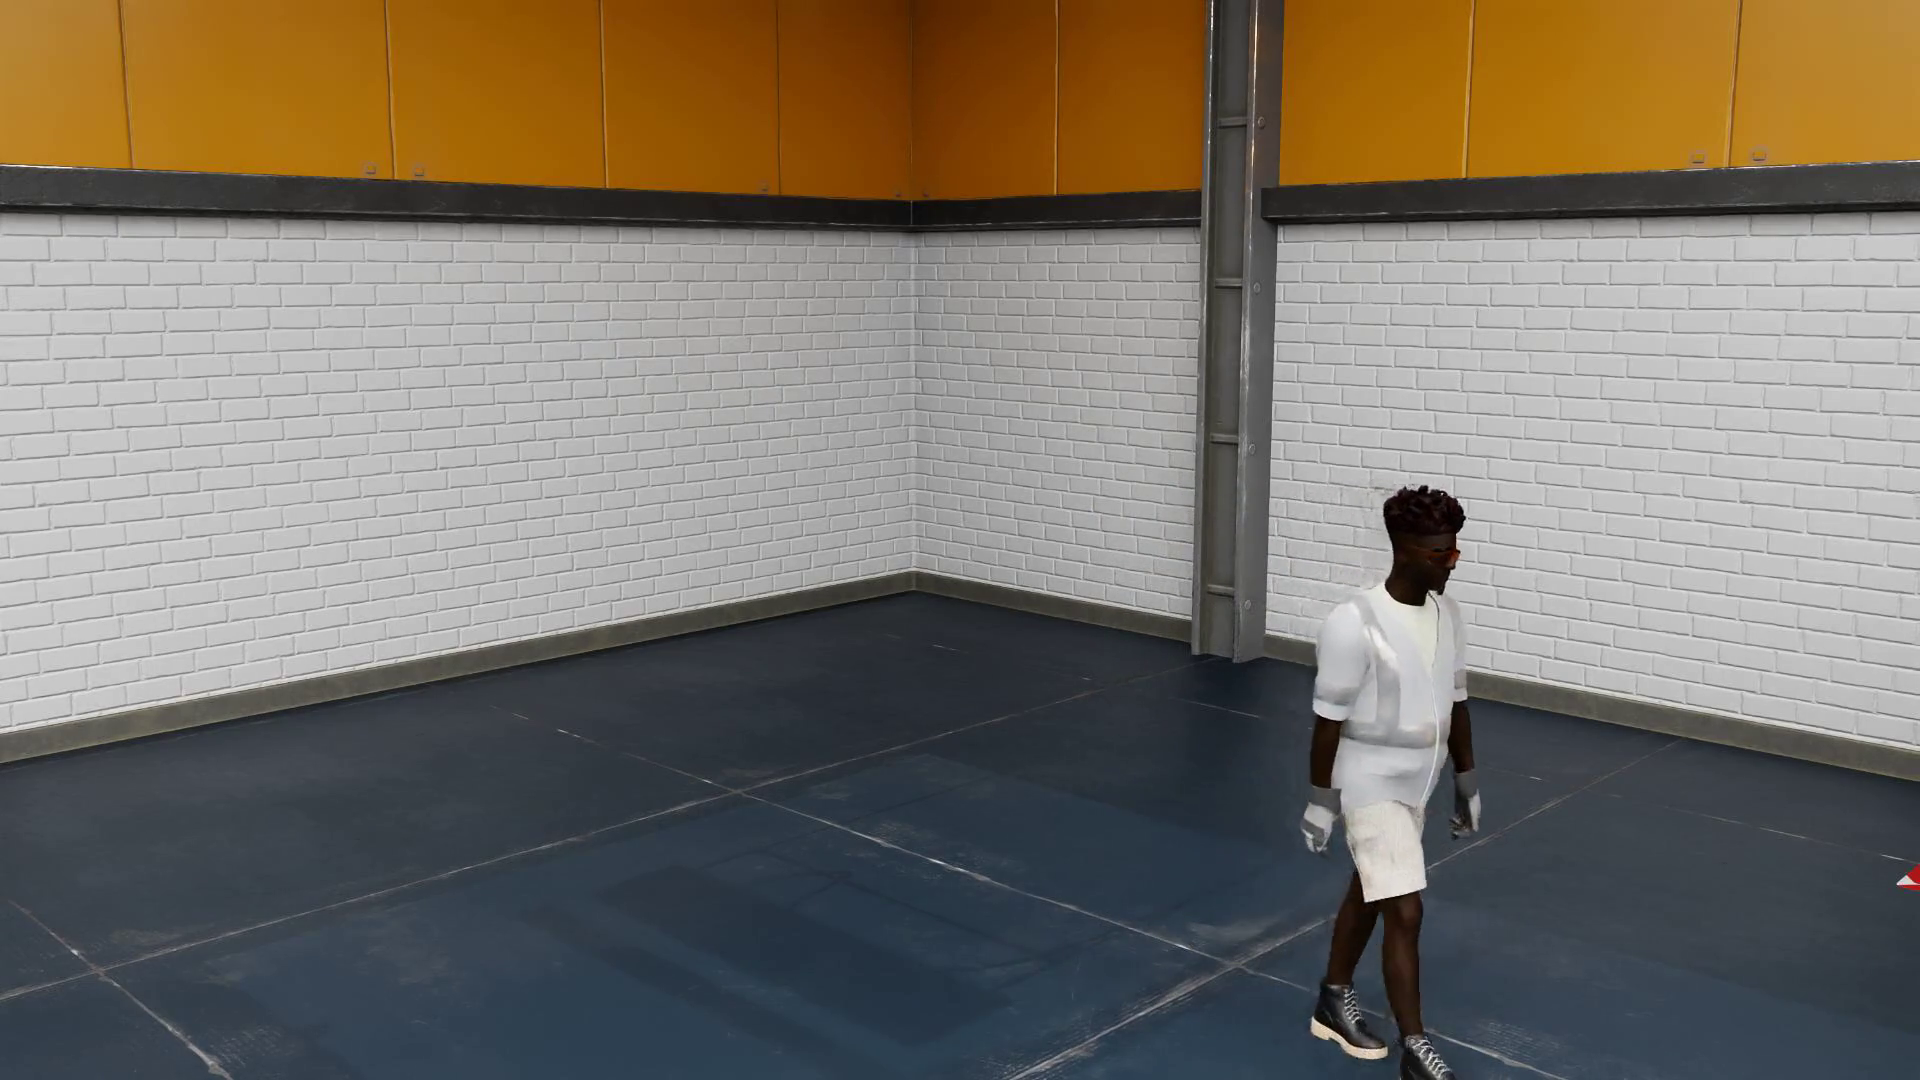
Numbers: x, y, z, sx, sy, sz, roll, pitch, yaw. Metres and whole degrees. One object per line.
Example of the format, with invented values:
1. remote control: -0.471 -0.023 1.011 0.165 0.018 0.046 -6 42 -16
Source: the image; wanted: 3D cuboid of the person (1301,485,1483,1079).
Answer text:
1. person: 1.446 0.794 5.247 0.625 1.930 0.888 -7 12 -38
